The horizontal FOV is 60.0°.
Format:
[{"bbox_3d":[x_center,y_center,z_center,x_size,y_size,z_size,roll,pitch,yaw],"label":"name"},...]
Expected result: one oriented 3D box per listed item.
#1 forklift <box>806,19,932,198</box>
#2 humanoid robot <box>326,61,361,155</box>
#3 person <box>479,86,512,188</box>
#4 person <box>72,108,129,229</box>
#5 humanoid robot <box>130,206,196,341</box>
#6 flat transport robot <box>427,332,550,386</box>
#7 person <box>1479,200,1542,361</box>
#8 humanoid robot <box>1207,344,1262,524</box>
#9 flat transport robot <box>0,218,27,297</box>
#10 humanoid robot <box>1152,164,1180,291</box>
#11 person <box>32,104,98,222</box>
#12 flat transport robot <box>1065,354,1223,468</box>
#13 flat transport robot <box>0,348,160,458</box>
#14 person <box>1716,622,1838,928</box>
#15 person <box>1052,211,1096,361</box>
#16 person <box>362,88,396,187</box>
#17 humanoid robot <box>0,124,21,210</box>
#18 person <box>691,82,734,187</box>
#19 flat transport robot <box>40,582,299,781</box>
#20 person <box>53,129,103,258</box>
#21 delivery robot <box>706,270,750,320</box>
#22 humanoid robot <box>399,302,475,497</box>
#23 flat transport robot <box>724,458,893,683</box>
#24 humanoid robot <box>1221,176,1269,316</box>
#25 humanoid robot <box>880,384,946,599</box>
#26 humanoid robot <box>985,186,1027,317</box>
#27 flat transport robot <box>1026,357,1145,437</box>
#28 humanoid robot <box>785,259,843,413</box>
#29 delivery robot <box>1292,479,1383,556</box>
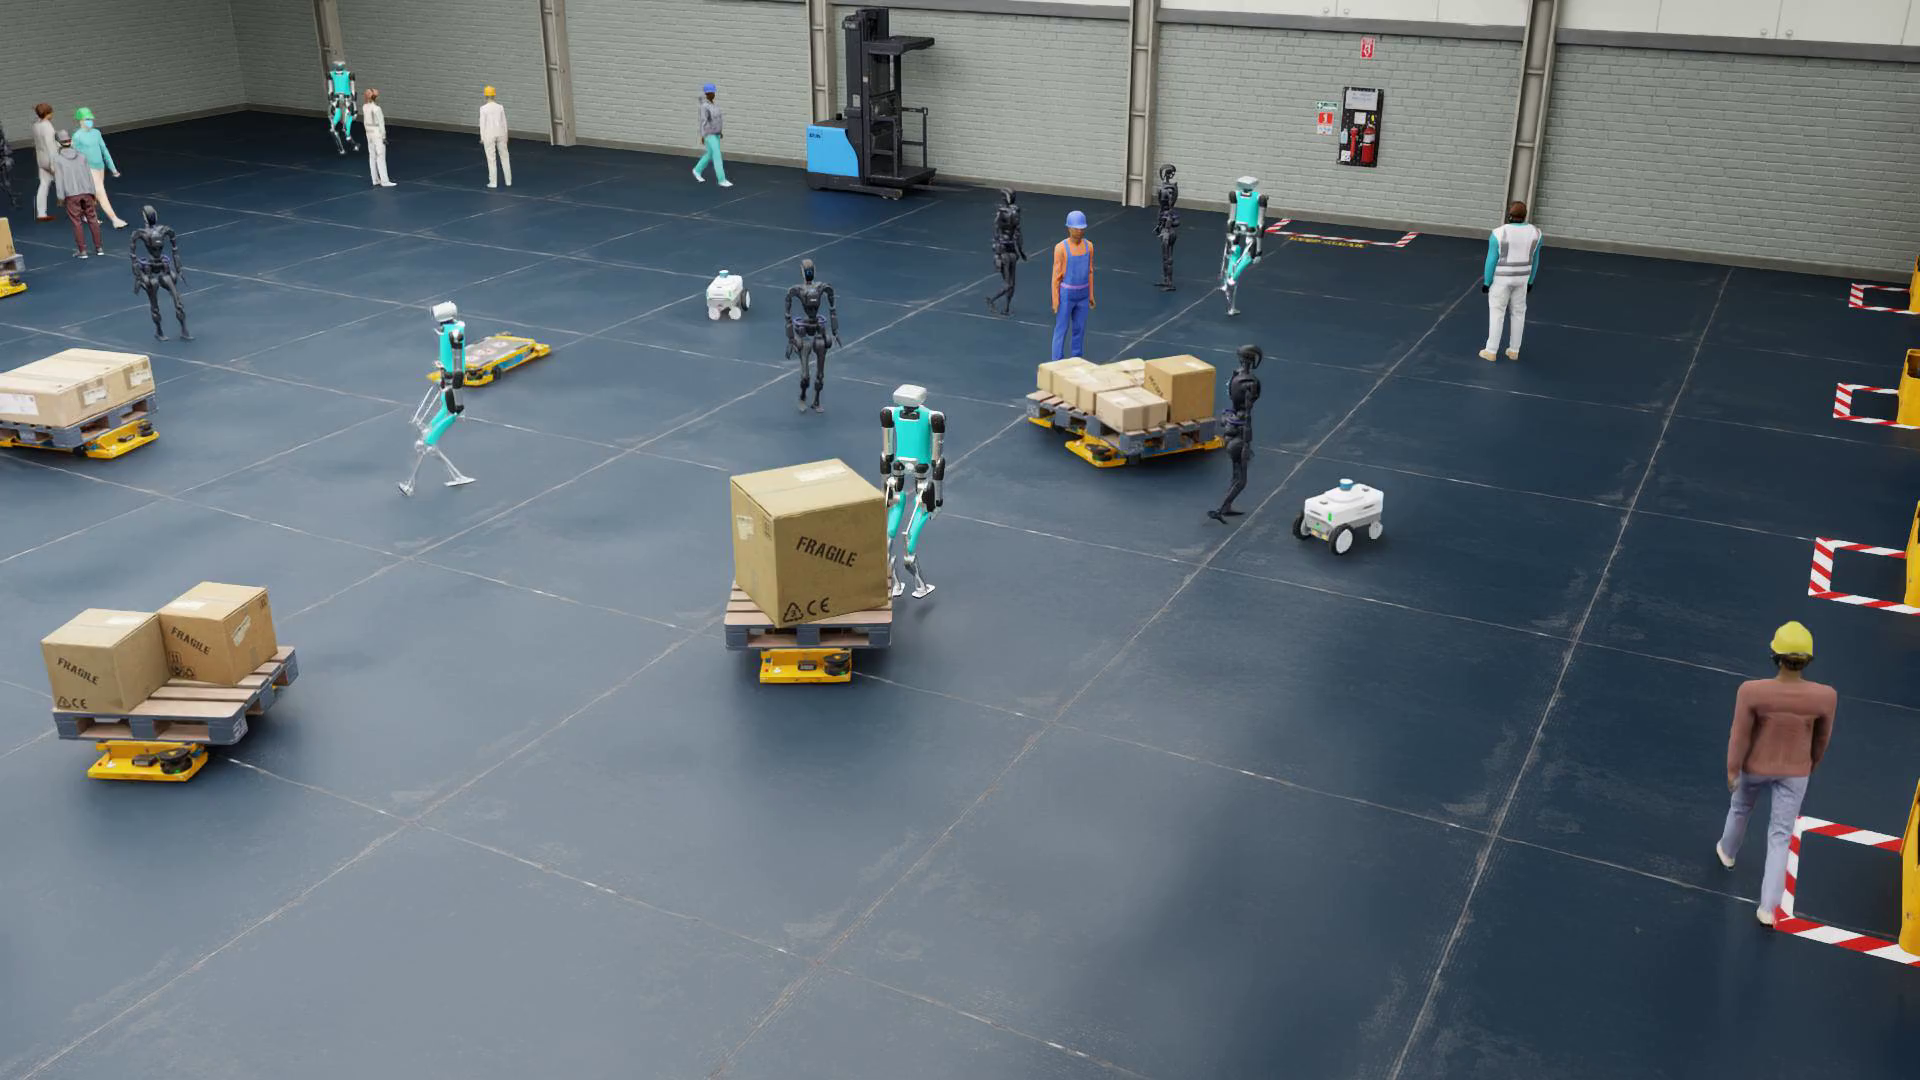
[{"bbox_3d":[-1.573,-7.292,27.850,1.873,2.768,1.129,12,26,25],"label":"forklift"},{"bbox_3d":[-11.456,-7.947,30.801,0.548,1.736,1.009,0,23,-1],"label":"humanoid robot"},{"bbox_3d":[-7.925,-6.858,28.317,0.485,1.693,0.336,-16,28,-33],"label":"person"},{"bbox_3d":[-13.239,-5.694,25.453,1.015,1.815,0.532,8,25,19],"label":"person"},{"bbox_3d":[-9.499,-3.150,19.720,0.599,1.638,0.614,20,30,38],"label":"humanoid robot"},{"bbox_3d":[-5.364,-2.065,18.970,0.659,0.231,1.431,8,25,19],"label":"flat transport robot"},{"bbox_3d":[6.289,-2.969,19.083,0.622,1.844,0.431,-3,23,-6],"label":"person"},{"bbox_3d":[2.400,-0.940,14.577,0.393,1.643,0.608,-1,23,-2],"label":"humanoid robot"},{"bbox_3d":[-13.198,-3.377,22.025,1.431,0.231,0.659,8,24,18],"label":"flat transport robot"},{"bbox_3d":[2.729,-4.137,21.991,0.315,1.657,0.599,-2,23,-4],"label":"humanoid robot"},{"bbox_3d":[-14.163,-5.906,26.001,0.518,1.783,0.957,14,27,29],"label":"person"},{"bbox_3d":[1.805,-1.011,16.516,1.431,0.231,0.659,-11,26,-24],"label":"flat transport robot"},{"bbox_3d":[-8.838,-1.066,16.643,1.431,0.231,0.659,7,24,15],"label":"flat transport robot"},{"bbox_3d":[4.576,1.278,9.353,0.520,1.721,0.917,9,25,19],"label":"person"},{"bbox_3d":[1.252,-2.683,18.332,0.532,1.908,0.370,-12,26,-25],"label":"person"},{"bbox_3d":[-9.977,-6.876,28.429,0.514,1.639,0.313,18,29,36],"label":"person"},{"bbox_3d":[-15.392,-6.142,26.684,0.609,1.648,0.359,13,27,28],"label":"humanoid robot"},{"bbox_3d":[-4.296,-6.956,28.481,0.804,1.743,0.540,7,24,17],"label":"person"},{"bbox_3d":[-5.275,1.205,11.357,0.659,0.231,1.431,1,23,3],"label":"flat transport robot"},{"bbox_3d":[-12.591,-4.937,23.706,0.377,1.807,0.537,19,29,37],"label":"person"},{"bbox_3d":[-2.966,-3.111,21.063,0.508,0.611,0.783,2,23,4],"label":"delivery robot"},{"bbox_3d":[-4.897,-1.235,15.274,0.829,1.861,0.547,-11,26,-24],"label":"humanoid robot"},{"bbox_3d":[-1.113,0.681,12.578,0.659,0.231,1.431,-1,23,-1],"label":"flat transport robot"},{"bbox_3d":[3.418,-3.564,20.627,0.540,1.798,0.815,19,30,37],"label":"humanoid robot"},{"bbox_3d":[-0.440,-0.312,12.867,0.533,1.672,0.735,8,24,18],"label":"humanoid robot"},{"bbox_3d":[0.575,-3.609,20.789,0.379,1.647,0.605,15,27,31],"label":"humanoid robot"},{"bbox_3d":[1.446,-1.199,16.955,1.431,0.231,0.659,21,31,40],"label":"flat transport robot"},{"bbox_3d":[-1.525,-2.122,17.325,0.616,1.648,0.330,-10,25,-22],"label":"humanoid robot"},{"bbox_3d":[3.279,-0.220,14.321,0.775,0.601,0.499,-16,28,-32],"label":"delivery robot"}]
